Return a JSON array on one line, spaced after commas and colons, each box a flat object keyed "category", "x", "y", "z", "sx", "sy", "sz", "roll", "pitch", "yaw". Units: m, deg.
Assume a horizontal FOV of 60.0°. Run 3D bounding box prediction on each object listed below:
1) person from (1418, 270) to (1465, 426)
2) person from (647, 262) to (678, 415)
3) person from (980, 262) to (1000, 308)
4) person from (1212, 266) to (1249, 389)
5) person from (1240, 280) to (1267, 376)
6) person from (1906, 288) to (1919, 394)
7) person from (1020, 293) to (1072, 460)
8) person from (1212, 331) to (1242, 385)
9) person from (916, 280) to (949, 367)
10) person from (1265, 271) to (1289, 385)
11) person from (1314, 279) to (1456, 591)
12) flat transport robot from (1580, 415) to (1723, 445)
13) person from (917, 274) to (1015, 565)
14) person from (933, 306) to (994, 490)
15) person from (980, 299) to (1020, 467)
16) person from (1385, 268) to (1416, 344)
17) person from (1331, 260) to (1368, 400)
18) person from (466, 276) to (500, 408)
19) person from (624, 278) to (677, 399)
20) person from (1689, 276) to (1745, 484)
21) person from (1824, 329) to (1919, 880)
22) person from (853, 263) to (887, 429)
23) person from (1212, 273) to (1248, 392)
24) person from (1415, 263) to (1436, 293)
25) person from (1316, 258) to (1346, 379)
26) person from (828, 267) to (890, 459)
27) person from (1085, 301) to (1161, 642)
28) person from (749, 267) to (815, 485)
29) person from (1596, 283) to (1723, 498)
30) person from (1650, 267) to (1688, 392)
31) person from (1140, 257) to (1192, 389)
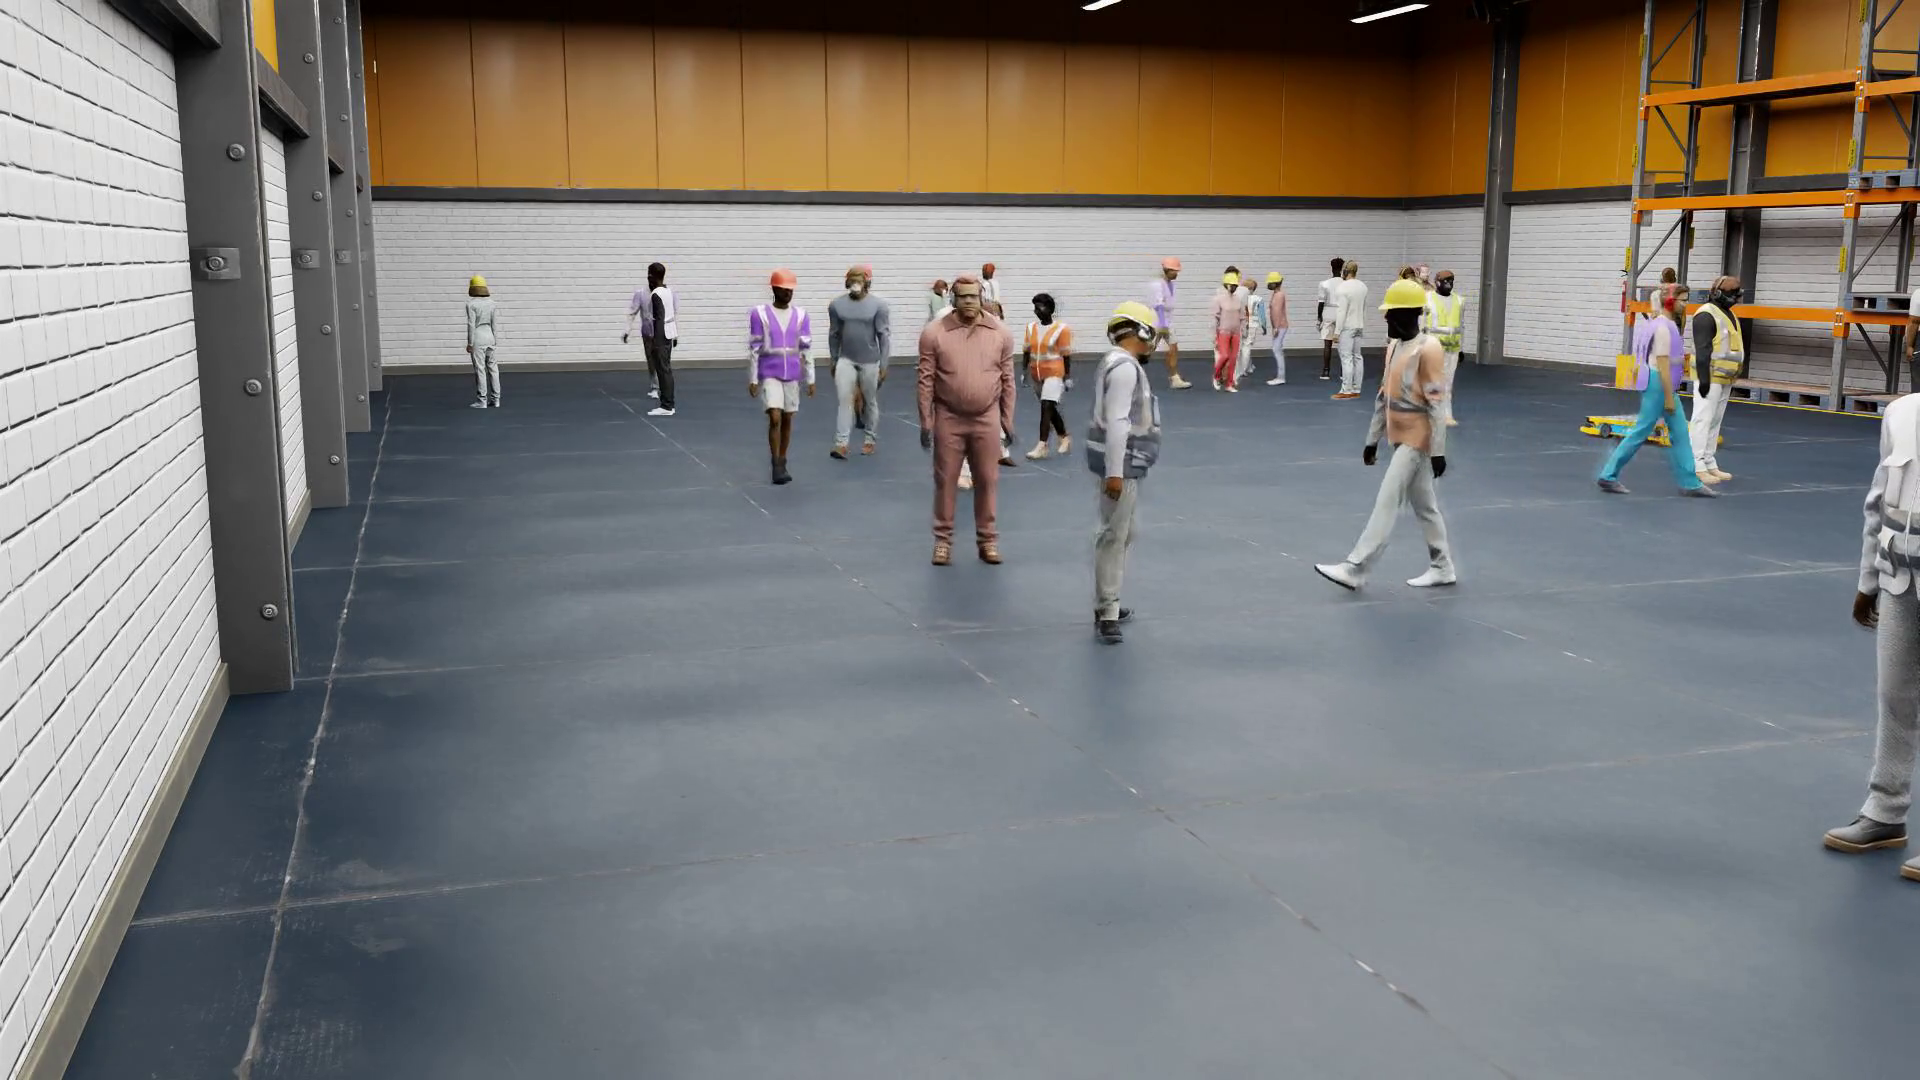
[{"category": "person", "x": 5.669, "y": -2.251, "z": 19.593, "sx": 0.627, "sy": 1.844, "sz": 0.429, "roll": -2, "pitch": 10, "yaw": -14}, {"category": "person", "x": -3.767, "y": -2.533, "z": 21.003, "sx": 0.377, "sy": 1.917, "sz": 0.599, "roll": 0, "pitch": 10, "yaw": 0}, {"category": "person", "x": 0.495, "y": -3.877, "z": 28.919, "sx": 0.406, "sy": 1.887, "sz": 0.592, "roll": 4, "pitch": 11, "yaw": 22}, {"category": "person", "x": 4.062, "y": -3.191, "z": 25.022, "sx": 0.498, "sy": 1.845, "sz": 0.676, "roll": 4, "pitch": 11, "yaw": 23}, {"category": "person", "x": 4.831, "y": -3.526, "z": 27.686, "sx": 0.541, "sy": 1.584, "sz": 0.877, "roll": 6, "pitch": 12, "yaw": 32}, {"category": "person", "x": 11.225, "y": -2.280, "z": 19.182, "sx": 0.680, "sy": 2.000, "sz": 0.535, "roll": 0, "pitch": 10, "yaw": 3}, {"category": "person", "x": 0.898, "y": -1.653, "z": 16.669, "sx": 0.536, "sy": 1.651, "sz": 0.871, "roll": 9, "pitch": 13, "yaw": 41}, {"category": "person", "x": 4.153, "y": -3.219, "z": 25.847, "sx": 0.520, "sy": 1.605, "sz": 0.509, "roll": -1, "pitch": 10, "yaw": -5}, {"category": "person", "x": -0.440, "y": -3.768, "z": 29.126, "sx": 0.716, "sy": 1.581, "sz": 0.512, "roll": 5, "pitch": 11, "yaw": 29}, {"category": "person", "x": 4.914, "y": -3.288, "z": 25.850, "sx": 0.368, "sy": 1.755, "sz": 0.535, "roll": 0, "pitch": 10, "yaw": 1}, {"category": "person", "x": 2.617, "y": -0.616, "z": 10.023, "sx": 0.983, "sy": 1.874, "sz": 0.613, "roll": -1, "pitch": 10, "yaw": -6}, {"category": "flat transport robot", "x": 7.511, "y": -1.211, "z": 18.112, "sx": 0.652, "sy": 0.197, "sz": 1.431, "roll": -3, "pitch": 10, "yaw": -19}, {"category": "person", "x": 0.045, "y": -0.782, "z": 10.901, "sx": 0.651, "sy": 1.906, "sz": 0.403, "roll": -1, "pitch": 10, "yaw": -6}, {"category": "person", "x": 0.086, "y": -1.329, "z": 14.288, "sx": 0.660, "sy": 1.825, "sz": 0.537, "roll": -6, "pitch": 12, "yaw": -32}, {"category": "person", "x": 0.229, "y": -1.516, "z": 16.016, "sx": 0.746, "sy": 1.606, "sz": 0.508, "roll": 9, "pitch": 13, "yaw": 41}, {"category": "person", "x": 6.529, "y": -3.091, "z": 24.539, "sx": 0.597, "sy": 1.830, "sz": 0.580, "roll": -6, "pitch": 12, "yaw": -32}, {"category": "person", "x": 5.401, "y": -2.904, "z": 23.090, "sx": 0.629, "sy": 1.940, "sz": 0.376, "roll": -9, "pitch": 13, "yaw": -41}, {"category": "person", "x": -6.334, "y": -2.616, "z": 21.993, "sx": 0.309, "sy": 1.741, "sz": 0.494, "roll": 6, "pitch": 11, "yaw": 31}, {"category": "person", "x": -4.355, "y": -2.952, "z": 23.605, "sx": 0.719, "sy": 1.861, "sz": 0.956, "roll": 0, "pitch": 10, "yaw": 1}, {"category": "person", "x": 6.748, "y": -1.427, "z": 14.842, "sx": 0.430, "sy": 1.839, "sz": 0.619, "roll": 9, "pitch": 14, "yaw": 43}, {"category": "person", "x": 3.198, "y": 0.170, "z": 5.450, "sx": 0.337, "sy": 1.883, "sz": 0.583, "roll": -4, "pitch": 10, "yaw": -20}, {"category": "person", "x": -1.111, "y": -2.242, "z": 19.309, "sx": 0.564, "sy": 1.917, "sz": 0.410, "roll": -5, "pitch": 11, "yaw": -28}, {"category": "person", "x": 3.947, "y": -3.020, "z": 24.316, "sx": 0.529, "sy": 1.755, "sz": 0.362, "roll": -4, "pitch": 11, "yaw": -24}, {"category": "person", "x": 7.185, "y": -3.414, "z": 26.193, "sx": 0.643, "sy": 1.883, "sz": 0.732, "roll": -3, "pitch": 10, "yaw": -16}, {"category": "person", "x": 6.073, "y": -3.577, "z": 26.907, "sx": 0.618, "sy": 1.963, "sz": 0.361, "roll": 0, "pitch": 10, "yaw": 1}, {"category": "person", "x": -1.023, "y": -1.748, "z": 16.516, "sx": 0.652, "sy": 1.891, "sz": 0.961, "roll": 2, "pitch": 10, "yaw": 11}, {"category": "person", "x": 0.872, "y": -0.370, "z": 8.898, "sx": 0.406, "sy": 1.790, "sz": 0.721, "roll": 1, "pitch": 10, "yaw": 4}, {"category": "person", "x": -1.549, "y": -1.443, "z": 14.706, "sx": 0.568, "sy": 1.907, "sz": 0.726, "roll": -5, "pitch": 11, "yaw": -26}, {"category": "person", "x": 5.870, "y": -1.248, "z": 13.935, "sx": 0.985, "sy": 1.799, "sz": 0.588, "roll": 6, "pitch": 11, "yaw": 31}, {"category": "person", "x": 9.850, "y": -2.872, "z": 23.200, "sx": 0.505, "sy": 1.838, "sz": 0.349, "roll": 0, "pitch": 10, "yaw": 3}, {"category": "person", "x": 3.004, "y": -3.272, "z": 25.112, "sx": 1.034, "sy": 1.991, "sz": 0.615, "roll": 7, "pitch": 12, "yaw": 36}]
